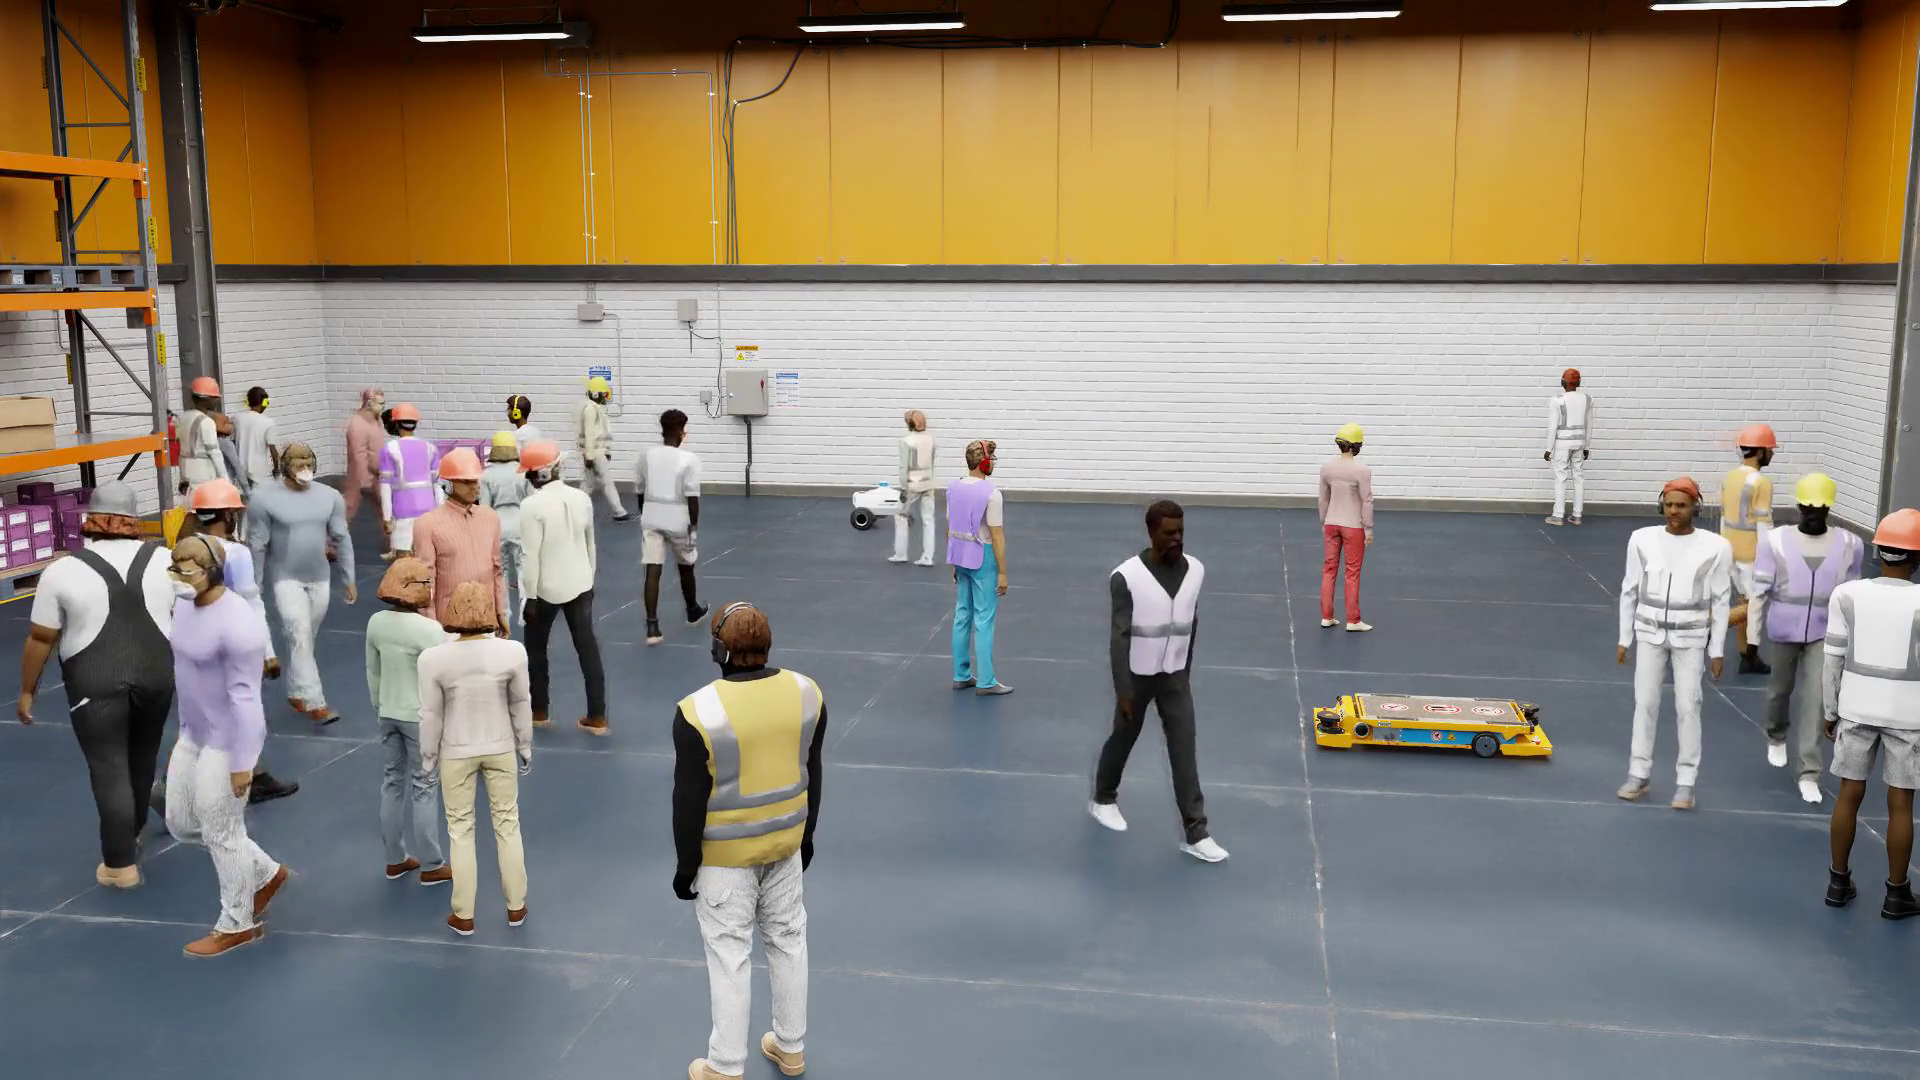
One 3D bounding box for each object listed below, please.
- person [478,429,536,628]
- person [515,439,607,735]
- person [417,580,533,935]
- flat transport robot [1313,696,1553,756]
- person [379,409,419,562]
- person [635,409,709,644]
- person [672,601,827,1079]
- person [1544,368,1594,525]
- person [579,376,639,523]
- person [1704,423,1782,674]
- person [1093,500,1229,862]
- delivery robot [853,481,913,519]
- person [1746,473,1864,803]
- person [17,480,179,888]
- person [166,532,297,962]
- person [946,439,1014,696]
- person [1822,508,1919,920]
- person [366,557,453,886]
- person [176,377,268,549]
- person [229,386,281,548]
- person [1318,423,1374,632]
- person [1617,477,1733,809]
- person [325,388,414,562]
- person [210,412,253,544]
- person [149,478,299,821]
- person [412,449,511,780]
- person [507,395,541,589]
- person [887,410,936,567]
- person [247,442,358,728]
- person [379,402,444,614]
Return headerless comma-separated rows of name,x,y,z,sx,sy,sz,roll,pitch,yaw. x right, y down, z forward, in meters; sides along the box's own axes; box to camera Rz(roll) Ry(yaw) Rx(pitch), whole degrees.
person,-3.809,-0.076,14.061,0.479,1.722,0.659,-3,10,-18
person,-2.699,0.303,10.949,0.868,1.944,0.673,7,12,37
person,-2.219,0.995,7.651,0.507,1.632,0.264,-4,10,-25
flat transport robot,3.023,1.179,10.728,1.431,0.197,0.652,2,9,10
person,-5.697,-0.535,17.102,0.799,1.642,0.598,4,10,21
person,-2.408,-0.138,13.828,0.638,1.901,1.031,2,9,13
person,-0.796,1.134,6.154,0.627,1.844,0.429,-7,12,-39
person,7.305,-1.115,19.974,0.573,1.883,0.354,-2,9,-10
person,-4.338,-1.067,20.006,0.834,1.792,0.644,-2,9,-14
person,5.818,0.084,12.423,0.719,1.923,0.555,0,9,0
person,1.015,0.702,8.783,0.610,1.863,1.019,-5,10,-29
delivery robot,-0.903,-0.453,19.686,0.707,0.478,0.477,1,9,4
person,5.000,0.522,9.895,0.603,1.885,1.004,3,10,19
person,-4.306,0.674,8.387,0.814,2.000,0.919,-8,12,-40
person,-3.261,0.901,7.354,0.643,1.918,0.474,9,12,43
person,0.117,0.198,11.928,0.381,1.849,0.570,-8,12,-40
person,4.366,0.813,7.840,0.551,1.936,0.356,9,13,43
person,-2.725,0.896,8.270,0.501,1.631,0.286,5,10,29
person,-7.486,-0.634,16.659,1.038,1.983,0.633,-8,12,-40
person,-7.429,-0.697,17.488,0.547,1.841,0.436,1,9,9
person,3.272,-0.106,14.076,0.316,1.769,0.523,-8,12,-41
person,4.055,0.574,9.492,0.581,1.882,0.348,7,11,36
person,-6.224,-0.661,17.346,1.054,1.855,0.682,0,9,3
person,-7.609,-0.510,17.151,0.503,1.612,0.751,6,11,34
person,-4.153,0.615,9.203,0.559,1.905,0.902,6,11,34
person,-2.954,0.449,9.919,0.376,1.997,0.612,6,11,34
person,-4.166,-0.463,16.003,0.332,1.864,0.509,2,9,11
person,-0.509,-0.537,17.180,0.547,1.613,0.648,-9,13,-44
person,-4.330,0.305,11.108,0.977,1.895,0.652,9,12,43
person,-4.774,-0.260,14.650,0.739,1.901,0.560,8,12,42
